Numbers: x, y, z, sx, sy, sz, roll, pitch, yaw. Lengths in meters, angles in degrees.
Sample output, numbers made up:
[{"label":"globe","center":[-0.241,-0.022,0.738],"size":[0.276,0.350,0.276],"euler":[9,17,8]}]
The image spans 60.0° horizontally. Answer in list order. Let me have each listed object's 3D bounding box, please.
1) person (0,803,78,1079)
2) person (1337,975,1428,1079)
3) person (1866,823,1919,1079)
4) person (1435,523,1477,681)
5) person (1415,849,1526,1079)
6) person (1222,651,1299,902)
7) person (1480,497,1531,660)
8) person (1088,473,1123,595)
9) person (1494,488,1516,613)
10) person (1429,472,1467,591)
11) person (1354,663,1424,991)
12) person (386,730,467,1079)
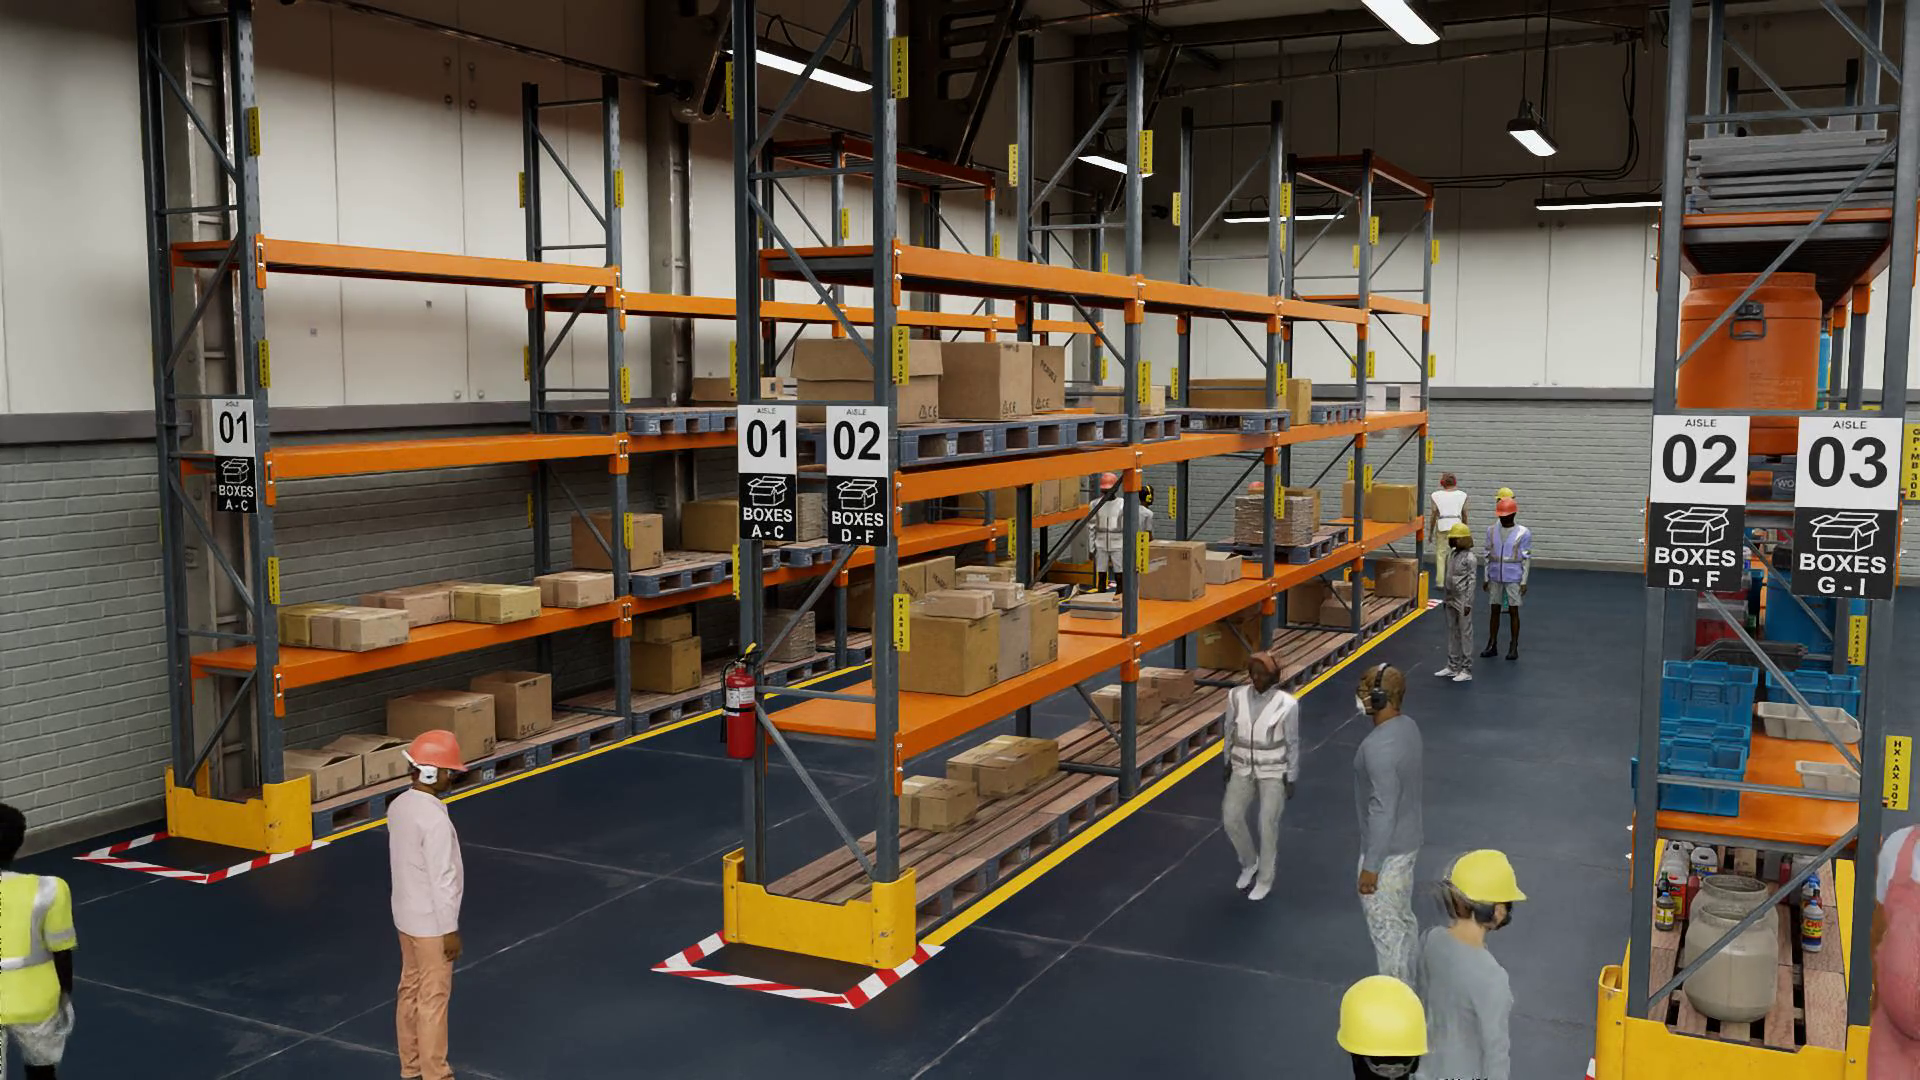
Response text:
[{"label":"person","center":[-3.932,1.899,6.849],"size":[0.544,1.657,0.826],"euler":[-3,7,-30]},{"label":"person","center":[1.045,2.048,4.190],"size":[0.581,1.919,0.399],"euler":[0,6,-3]},{"label":"person","center":[3.769,1.769,6.287],"size":[0.590,2.000,0.707],"euler":[-4,7,-34]},{"label":"person","center":[5.491,0.676,18.340],"size":[0.293,1.745,0.486],"euler":[-2,6,-19]},{"label":"person","center":[1.799,1.952,5.885],"size":[0.348,1.757,0.541],"euler":[-1,6,-13]},{"label":"person","center":[1.924,1.515,10.717],"size":[0.549,1.623,0.367],"euler":[4,7,34]},{"label":"person","center":[6.436,0.452,19.635],"size":[0.543,1.928,0.374],"euler":[5,7,38]},{"label":"person","center":[2.027,0.101,22.554],"size":[0.606,2.036,0.398],"euler":[2,6,19]},{"label":"person","center":[7.651,0.147,23.380],"size":[0.312,1.768,0.522],"euler":[2,6,22]},{"label":"person","center":[7.531,-0.123,25.641],"size":[0.571,1.840,0.373],"euler":[0,6,-1]},{"label":"person","center":[2.175,1.591,8.509],"size":[0.369,1.938,0.630],"euler":[3,7,28]},{"label":"person","center":[-2.477,1.758,7.826],"size":[0.346,1.741,0.562],"euler":[-5,7,-38]}]
